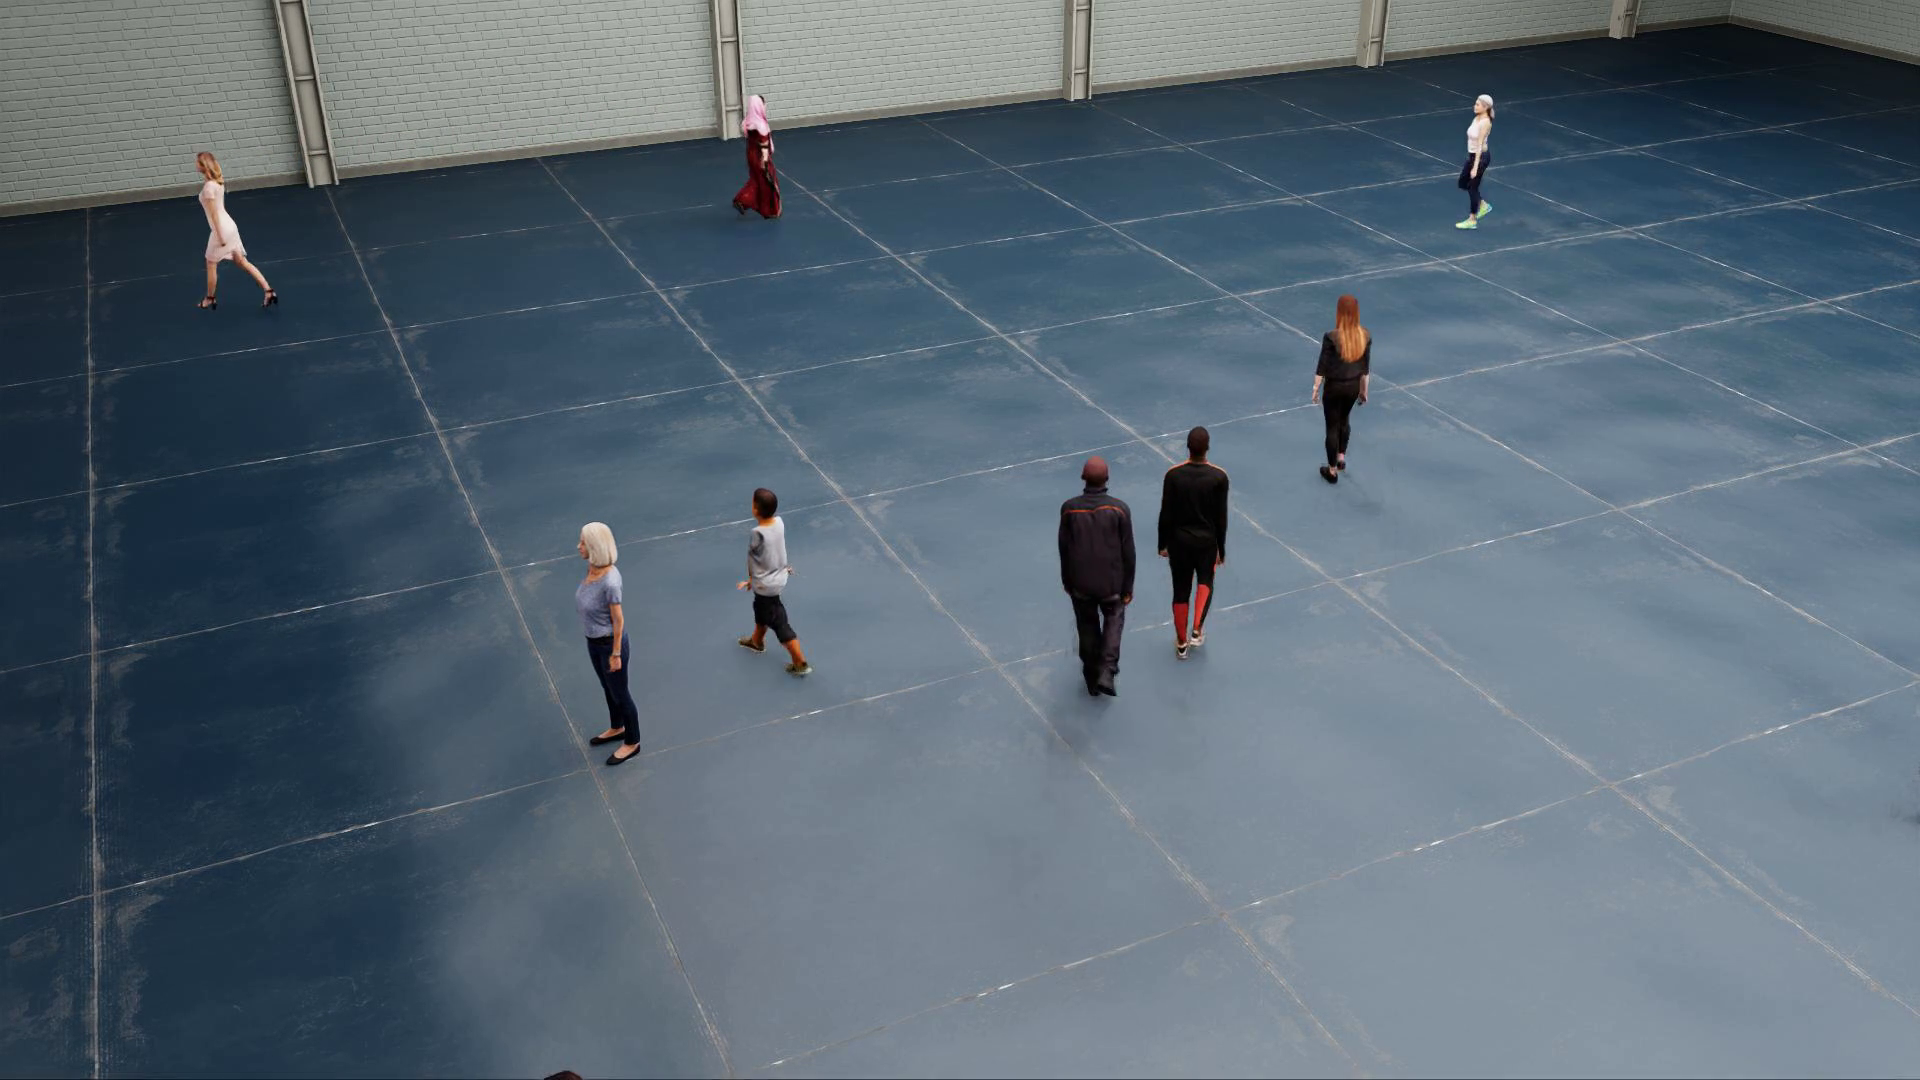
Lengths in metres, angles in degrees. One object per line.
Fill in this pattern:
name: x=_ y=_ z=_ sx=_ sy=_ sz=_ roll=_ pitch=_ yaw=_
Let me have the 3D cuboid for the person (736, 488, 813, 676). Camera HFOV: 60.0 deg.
person: x=-1.318 y=0.275 z=11.875 sx=0.935 sy=1.425 sz=1.018 roll=21 pitch=34 yaw=33

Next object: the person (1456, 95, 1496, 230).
person: x=6.653 y=-4.783 z=21.093 sx=0.819 sy=1.689 sz=0.746 roll=-1 pitch=28 yaw=-2

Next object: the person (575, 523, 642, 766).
person: x=-2.297 y=0.655 z=10.846 sx=0.541 sy=1.722 sz=0.616 roll=-17 pitch=32 yaw=-29

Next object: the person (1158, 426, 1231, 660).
person: x=1.663 y=0.060 z=11.877 sx=0.722 sy=1.803 sz=0.820 roll=4 pitch=28 yaw=8

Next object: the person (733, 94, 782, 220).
person: x=-2.638 y=-4.888 z=21.363 sx=0.835 sy=1.621 sz=0.636 roll=-13 pitch=31 yaw=-22

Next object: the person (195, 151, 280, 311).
person: x=-7.997 y=-3.350 z=18.304 sx=1.207 sy=1.781 sz=0.943 roll=1 pitch=28 yaw=1

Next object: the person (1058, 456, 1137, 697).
person: x=0.917 y=0.318 z=11.386 sx=0.900 sy=1.810 sz=0.955 roll=7 pitch=29 yaw=12

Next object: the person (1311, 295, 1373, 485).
person: x=3.361 y=-1.276 z=14.496 sx=0.612 sy=1.698 sz=0.747 roll=-5 pitch=28 yaw=-9
